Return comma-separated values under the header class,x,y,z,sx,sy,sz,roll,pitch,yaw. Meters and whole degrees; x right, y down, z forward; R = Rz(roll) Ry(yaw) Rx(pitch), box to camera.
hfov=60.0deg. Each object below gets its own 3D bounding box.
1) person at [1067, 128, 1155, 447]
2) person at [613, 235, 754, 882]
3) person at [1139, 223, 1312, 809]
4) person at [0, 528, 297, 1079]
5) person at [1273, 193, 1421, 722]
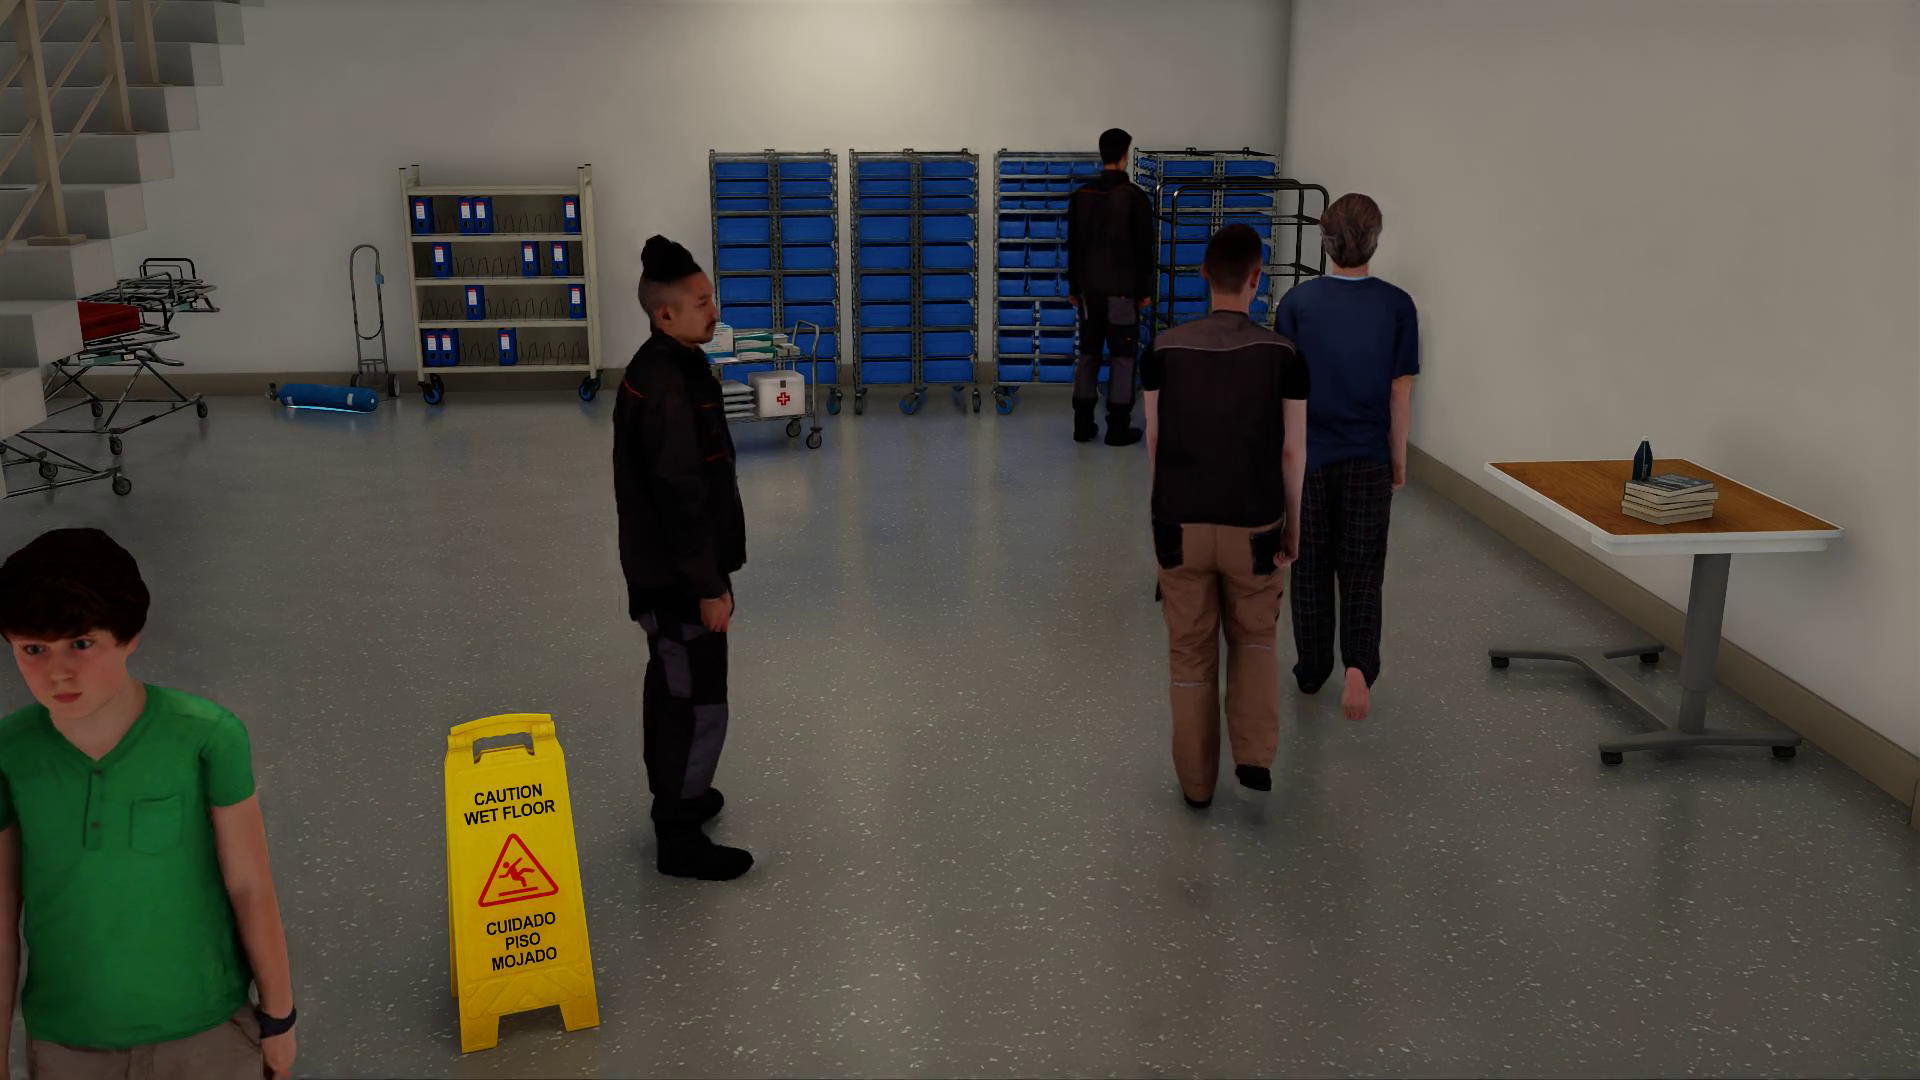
class,x,y,z,sx,sy,sz,roll,pitch,yaw
person,0.923,-1.571,10.347,0.795,1.941,0.796,9,18,28
person,-0.833,0.042,4.785,0.897,1.854,0.588,-7,17,-23
person,0.773,-0.023,5.076,0.770,1.822,0.795,4,16,14
person,-1.294,0.750,2.670,0.623,1.640,0.663,-3,16,-11
person,1.328,-0.246,5.819,0.829,1.848,1.092,2,16,8
